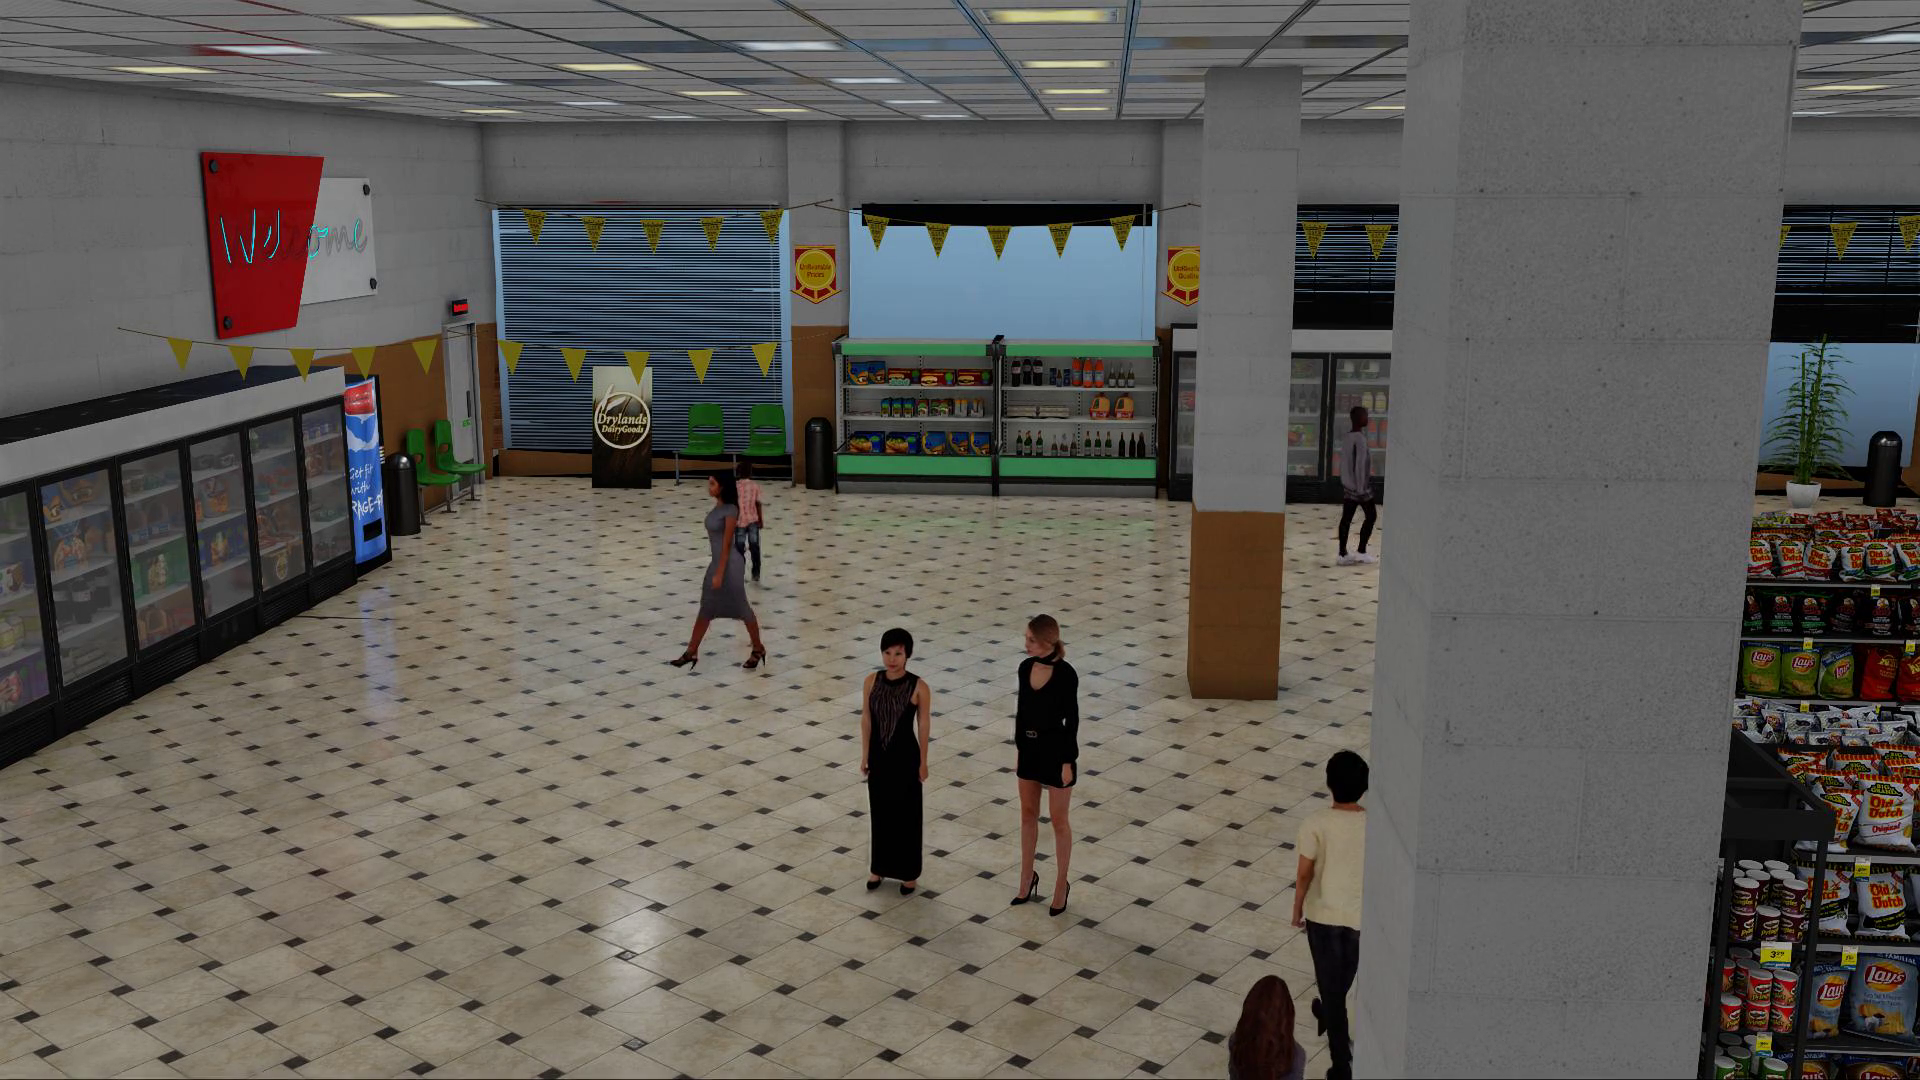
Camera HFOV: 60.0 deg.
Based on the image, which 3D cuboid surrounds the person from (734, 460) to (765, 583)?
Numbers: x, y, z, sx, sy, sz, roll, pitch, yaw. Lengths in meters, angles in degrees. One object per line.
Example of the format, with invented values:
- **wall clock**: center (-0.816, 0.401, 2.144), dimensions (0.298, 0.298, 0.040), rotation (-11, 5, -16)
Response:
- **person**: center (-2.235, -0.177, 17.507), dimensions (0.919, 1.284, 0.813), rotation (-4, 12, -17)

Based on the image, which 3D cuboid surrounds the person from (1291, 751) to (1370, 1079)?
- **person**: center (1.761, 1.769, 7.591), dimensions (0.923, 1.561, 0.802), rotation (-2, 12, -9)

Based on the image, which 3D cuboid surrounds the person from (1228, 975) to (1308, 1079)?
- **person**: center (1.168, 2.254, 6.458), dimensions (0.743, 1.081, 0.726), rotation (6, 13, 28)

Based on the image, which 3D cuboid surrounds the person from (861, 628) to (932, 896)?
- **person**: center (-0.374, 1.289, 9.778), dimensions (0.521, 1.600, 0.677), rotation (4, 12, 18)

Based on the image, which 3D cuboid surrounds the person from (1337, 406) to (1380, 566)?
- **person**: center (4.259, -0.584, 18.277), dimensions (0.772, 1.764, 0.725), rotation (-2, 12, -11)

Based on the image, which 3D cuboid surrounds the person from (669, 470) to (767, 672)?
- **person**: center (-1.896, 0.292, 14.169), dimensions (1.154, 1.742, 1.006), rotation (-7, 14, -31)

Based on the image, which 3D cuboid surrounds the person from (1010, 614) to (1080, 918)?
- **person**: center (0.486, 1.265, 9.487), dimensions (0.621, 1.767, 0.713), rotation (9, 15, 36)
